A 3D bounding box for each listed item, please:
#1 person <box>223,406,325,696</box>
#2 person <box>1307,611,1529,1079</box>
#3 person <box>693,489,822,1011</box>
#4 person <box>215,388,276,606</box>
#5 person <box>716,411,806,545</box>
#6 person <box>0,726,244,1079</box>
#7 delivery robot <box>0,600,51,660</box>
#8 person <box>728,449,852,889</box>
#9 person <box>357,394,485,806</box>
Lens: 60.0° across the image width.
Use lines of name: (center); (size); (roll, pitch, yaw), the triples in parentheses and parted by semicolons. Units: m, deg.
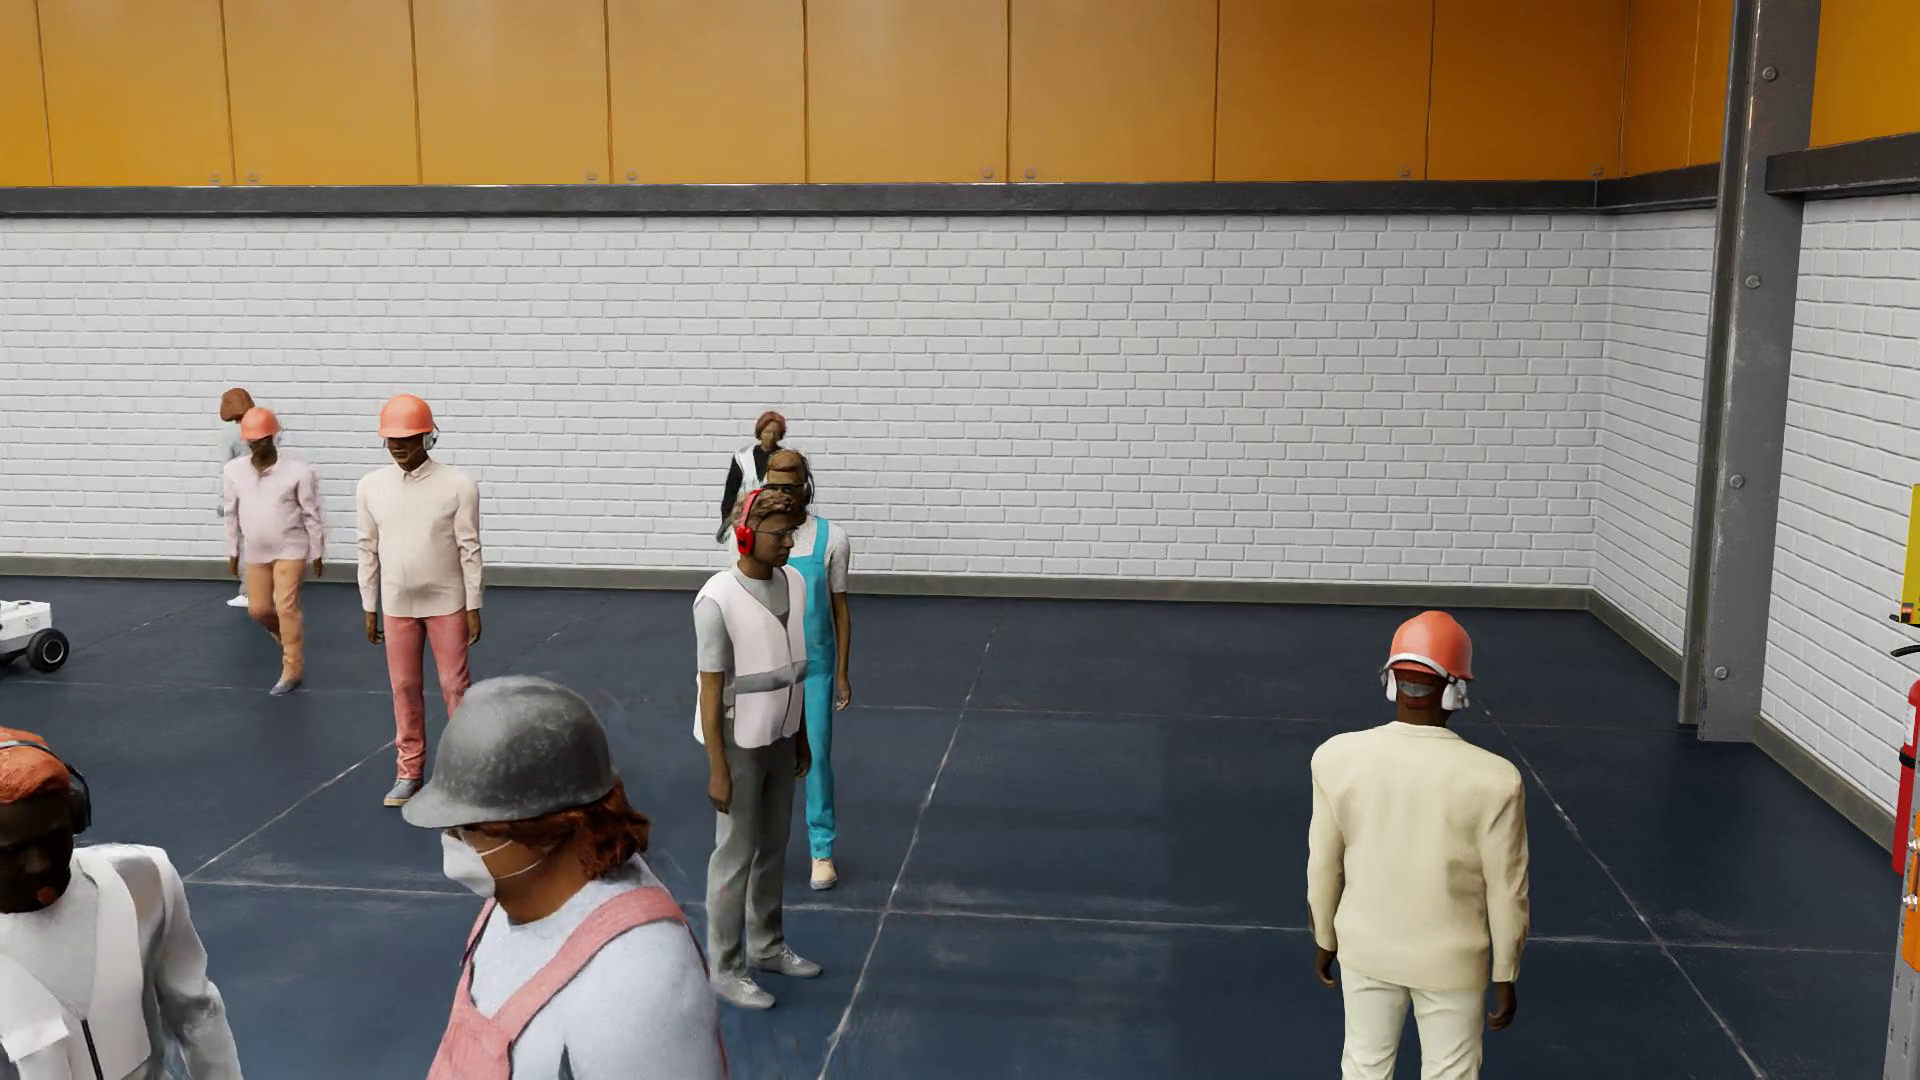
person: (-4.110, 0.039, 10.043); (0.586, 1.735, 0.604); (1, 10, 4)
person: (1.176, 1.044, 4.283); (0.562, 1.742, 0.337); (6, 12, 30)
person: (-0.735, 0.724, 5.864); (0.386, 1.837, 0.563); (5, 11, 26)
person: (-5.323, -0.310, 12.401); (0.346, 1.638, 0.514); (5, 11, 24)
person: (-1.297, -0.084, 11.205); (0.528, 1.584, 0.906); (4, 11, 20)
person: (-1.719, 1.199, 3.147); (0.930, 1.843, 0.652); (6, 11, 30)
delivery robot: (-6.004, 0.546, 10.270); (0.477, 0.478, 0.707); (4, 11, 21)
person: (-0.705, 0.538, 6.889); (0.513, 1.845, 0.334); (0, 10, -2)
person: (-2.552, 0.300, 7.873); (0.608, 1.987, 0.401); (1, 10, 3)
